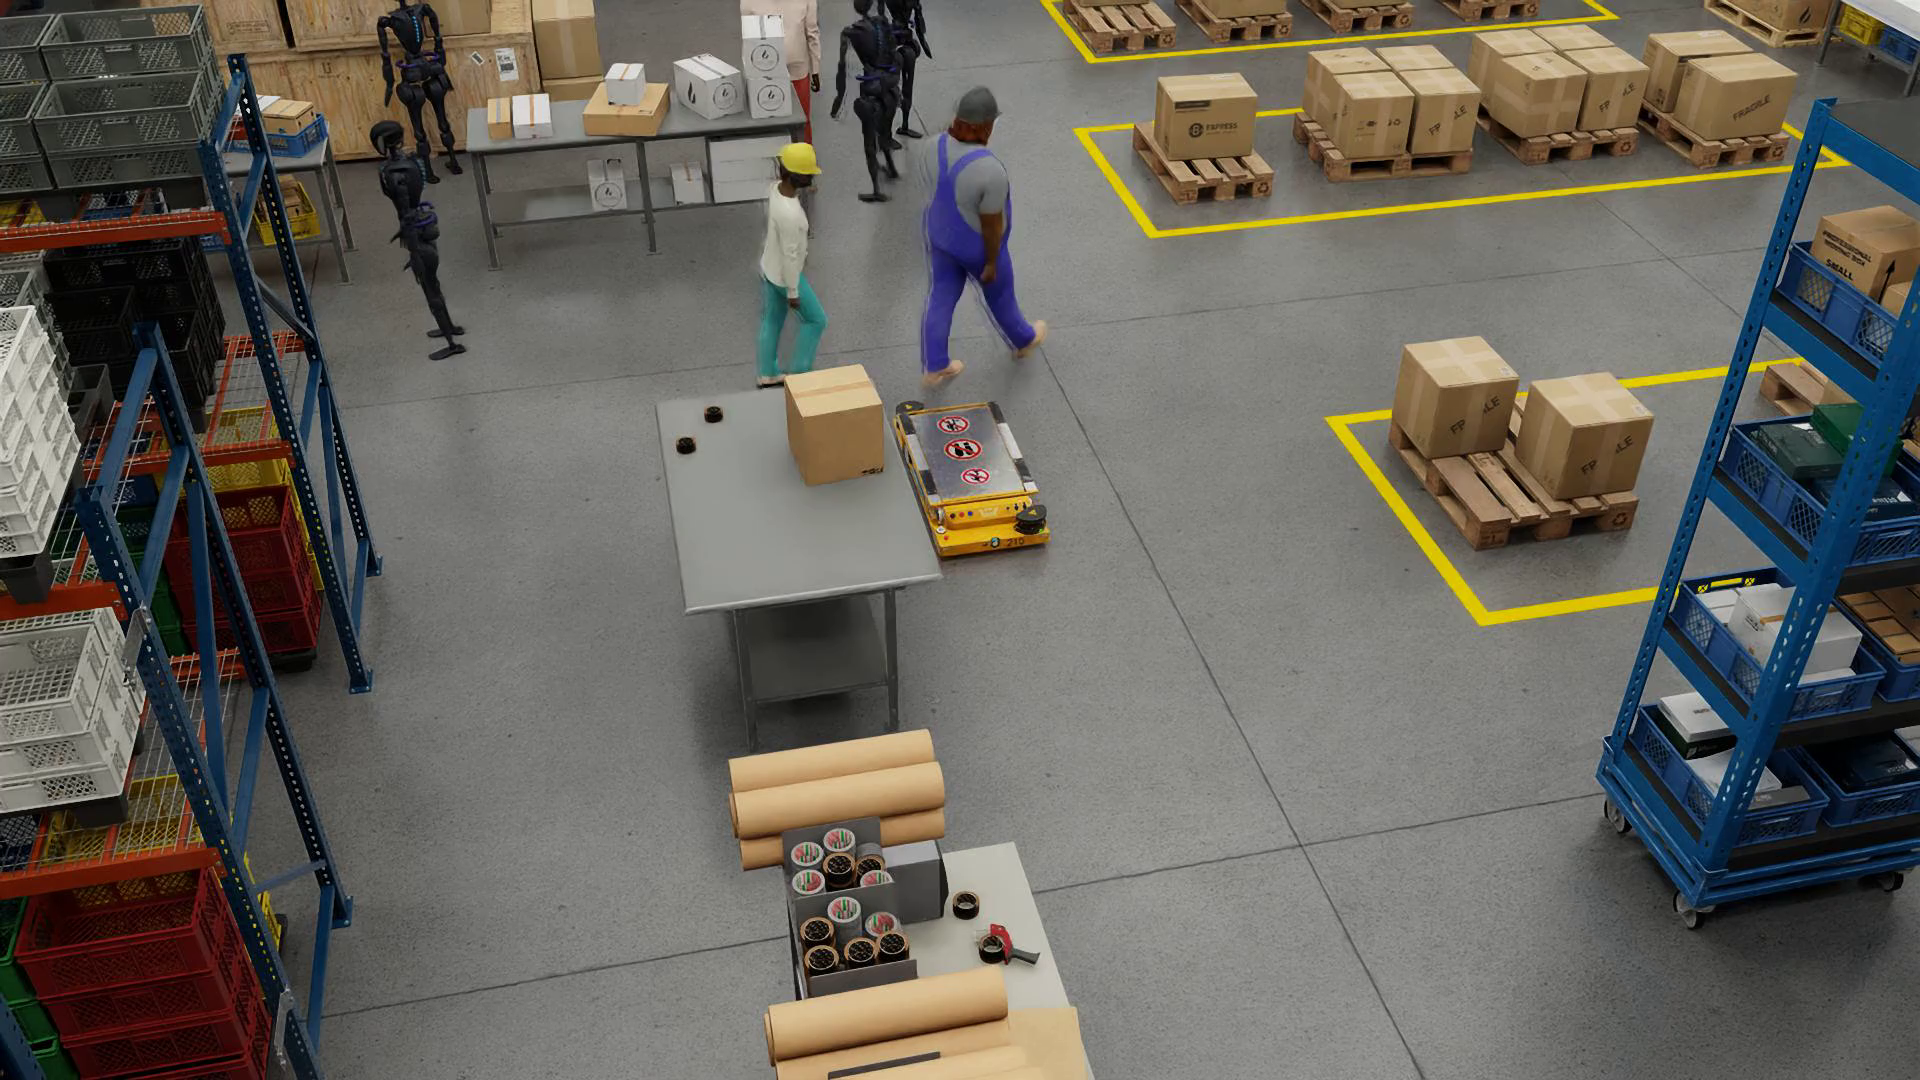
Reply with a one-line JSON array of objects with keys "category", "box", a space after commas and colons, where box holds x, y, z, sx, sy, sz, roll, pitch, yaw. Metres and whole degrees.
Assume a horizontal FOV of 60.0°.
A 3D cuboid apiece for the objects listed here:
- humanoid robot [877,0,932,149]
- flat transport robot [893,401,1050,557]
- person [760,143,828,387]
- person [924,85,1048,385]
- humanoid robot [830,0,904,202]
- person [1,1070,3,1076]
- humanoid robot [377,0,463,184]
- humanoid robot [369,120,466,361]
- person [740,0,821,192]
[{"category": "humanoid robot", "box": [-0.490, -4.135, 13.916, 0.314, 1.661, 0.608, 24, 43, 29]}, {"category": "flat transport robot", "box": [0.046, -0.430, 10.108, 0.652, 0.197, 1.431, -8, 37, -10]}, {"category": "person", "box": [-1.061, -1.712, 10.622, 0.568, 1.734, 0.579, -11, 38, -14]}, {"category": "person", "box": [0.148, -2.020, 10.785, 0.696, 2.000, 1.011, 29, 46, 33]}, {"category": "humanoid robot", "box": [-0.681, -3.542, 13.142, 0.529, 1.622, 0.620, 27, 44, 31]}, {"category": "person", "box": [-2.815, 2.216, 5.222, 0.582, 1.882, 0.348, 22, 42, 27]}, {"category": "humanoid robot", "box": [-4.350, -3.708, 13.346, 0.328, 1.657, 0.583, 29, 45, 33]}, {"category": "humanoid robot", "box": [-3.627, -2.010, 11.079, 0.365, 1.649, 0.596, -11, 38, -14]}, {"category": "person", "box": [-1.391, -3.678, 13.064, 0.615, 1.986, 0.405, -6, 37, -8]}]
